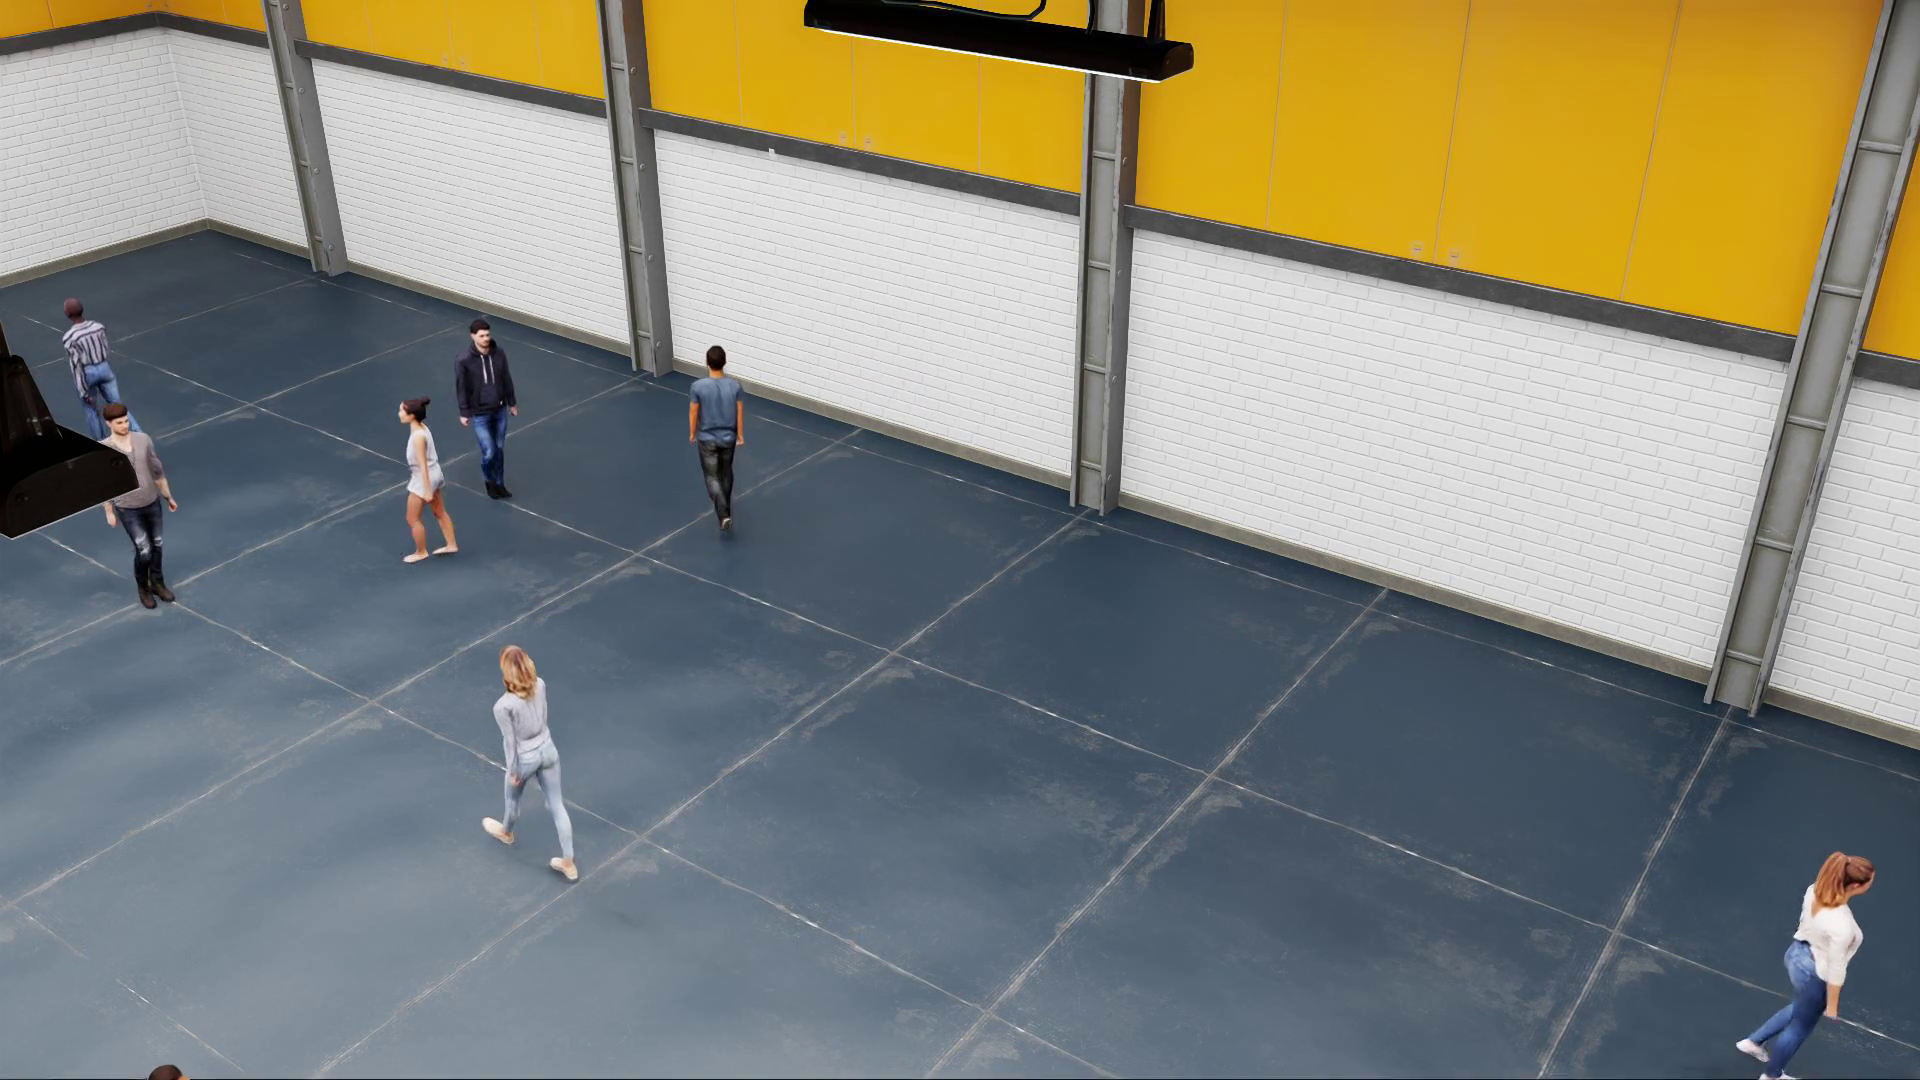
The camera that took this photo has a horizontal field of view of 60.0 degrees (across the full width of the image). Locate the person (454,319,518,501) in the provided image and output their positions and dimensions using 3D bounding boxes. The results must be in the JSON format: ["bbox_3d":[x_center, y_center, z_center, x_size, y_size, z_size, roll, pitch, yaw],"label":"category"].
[{"bbox_3d":[-4.642,-1.295,16.207,0.760,1.880,0.713,-23,36,-35],"label":"person"}]

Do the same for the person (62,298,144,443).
[{"bbox_3d":[-8.673,-1.579,16.852,1.071,1.762,0.643,17,33,28],"label":"person"}]

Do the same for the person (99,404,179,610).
[{"bbox_3d":[-7.181,-0.331,14.426,0.608,1.894,0.667,18,34,30],"label":"person"}]

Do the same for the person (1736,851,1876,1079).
[{"bbox_3d":[4.763,2.469,9.475,0.797,1.719,0.753,5,29,10],"label":"person"}]

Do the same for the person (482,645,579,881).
[{"bbox_3d":[-2.808,1.525,11.163,1.095,1.760,0.627,20,35,32],"label":"person"}]

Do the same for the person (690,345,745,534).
[{"bbox_3d":[-2.273,-0.926,15.631,1.051,1.785,1.193,-9,30,-17],"label":"person"}]

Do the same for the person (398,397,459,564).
[{"bbox_3d":[-4.784,-0.554,15.147,0.845,1.594,0.791,-7,29,-12],"label":"person"}]
